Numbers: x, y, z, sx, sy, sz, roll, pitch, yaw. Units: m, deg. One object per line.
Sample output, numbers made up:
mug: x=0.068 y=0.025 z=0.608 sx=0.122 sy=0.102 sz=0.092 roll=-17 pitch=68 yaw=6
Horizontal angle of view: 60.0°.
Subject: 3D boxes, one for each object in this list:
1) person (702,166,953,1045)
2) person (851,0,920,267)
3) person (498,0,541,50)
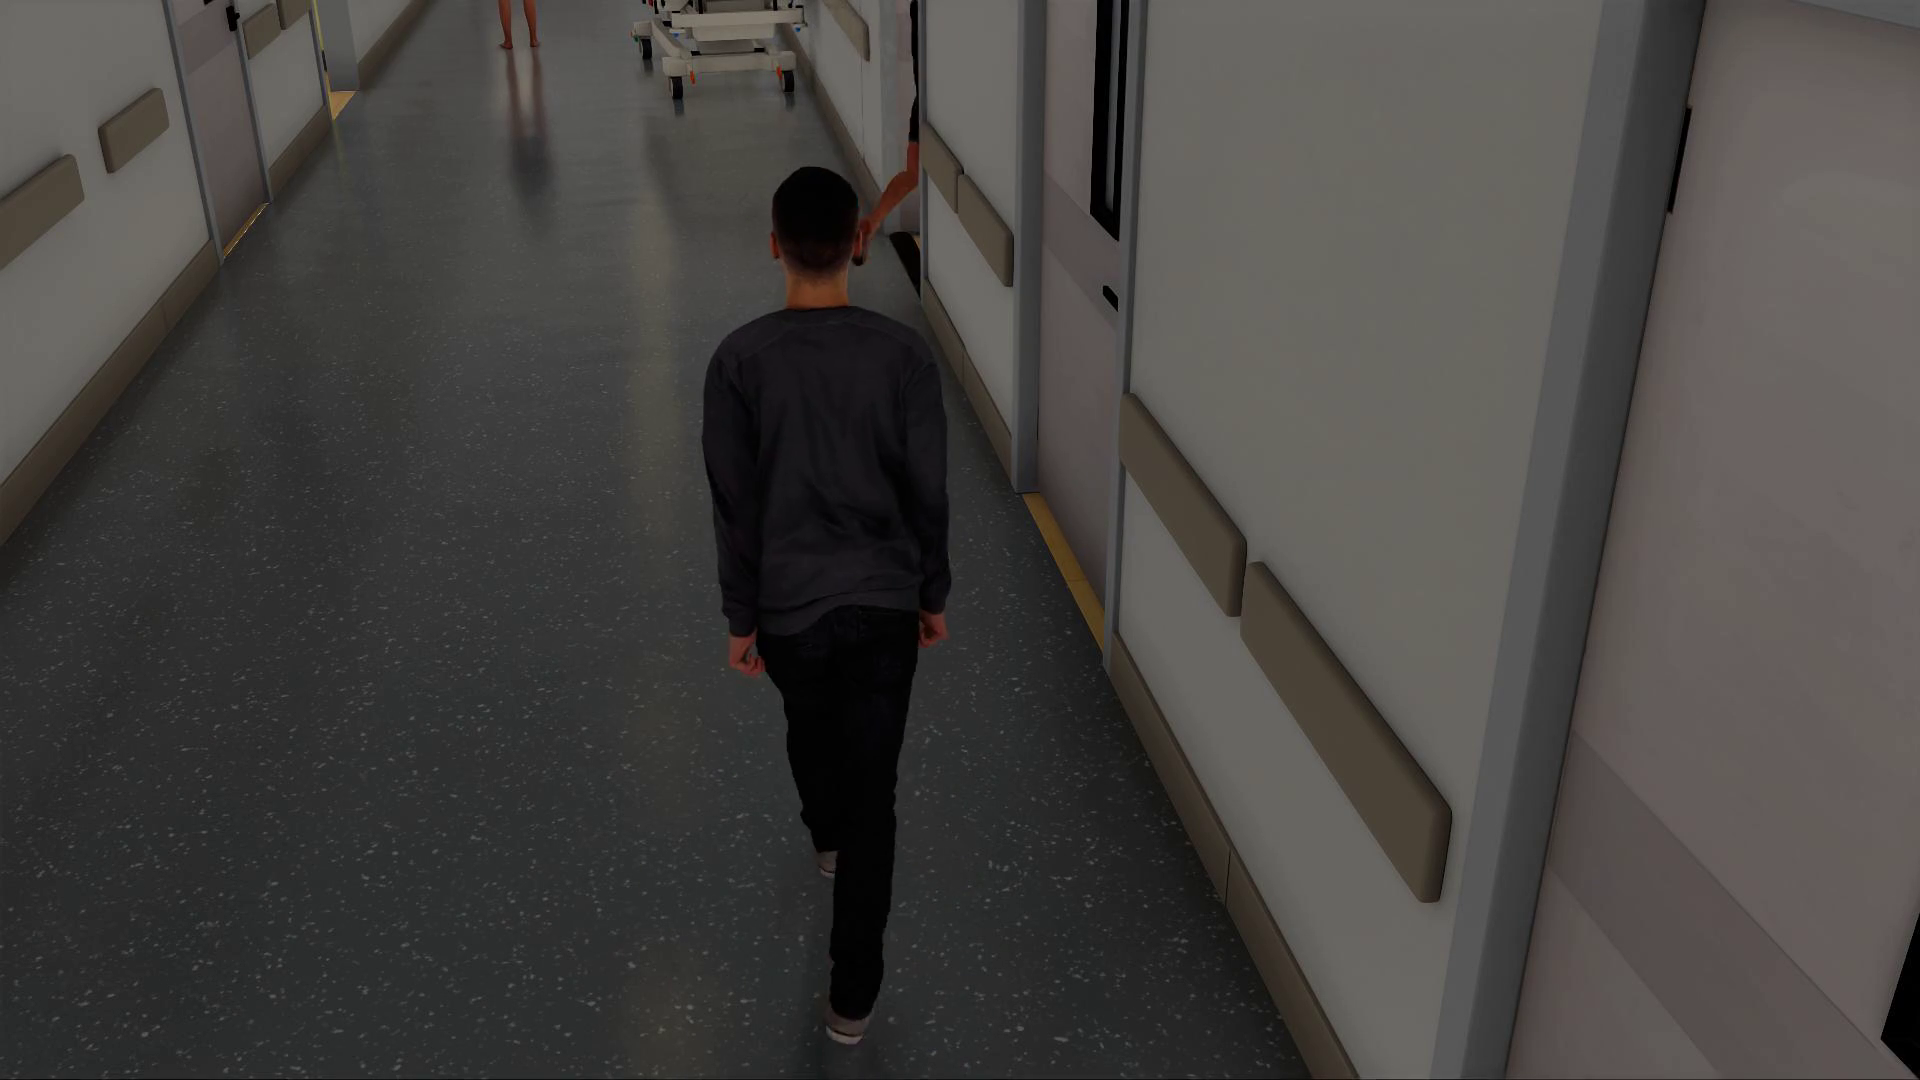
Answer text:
person: x=-0.244 y=0.179 z=3.300 sx=1.132 sy=1.723 sz=0.810 roll=-1 pitch=26 yaw=-2
person: x=-0.165 y=-1.961 z=7.866 sx=1.028 sy=1.611 sz=0.801 roll=-15 pitch=30 yaw=-29
person: x=-3.891 y=-5.150 z=14.299 sx=0.524 sy=1.767 sz=0.672 roll=-10 pitch=28 yaw=-20
